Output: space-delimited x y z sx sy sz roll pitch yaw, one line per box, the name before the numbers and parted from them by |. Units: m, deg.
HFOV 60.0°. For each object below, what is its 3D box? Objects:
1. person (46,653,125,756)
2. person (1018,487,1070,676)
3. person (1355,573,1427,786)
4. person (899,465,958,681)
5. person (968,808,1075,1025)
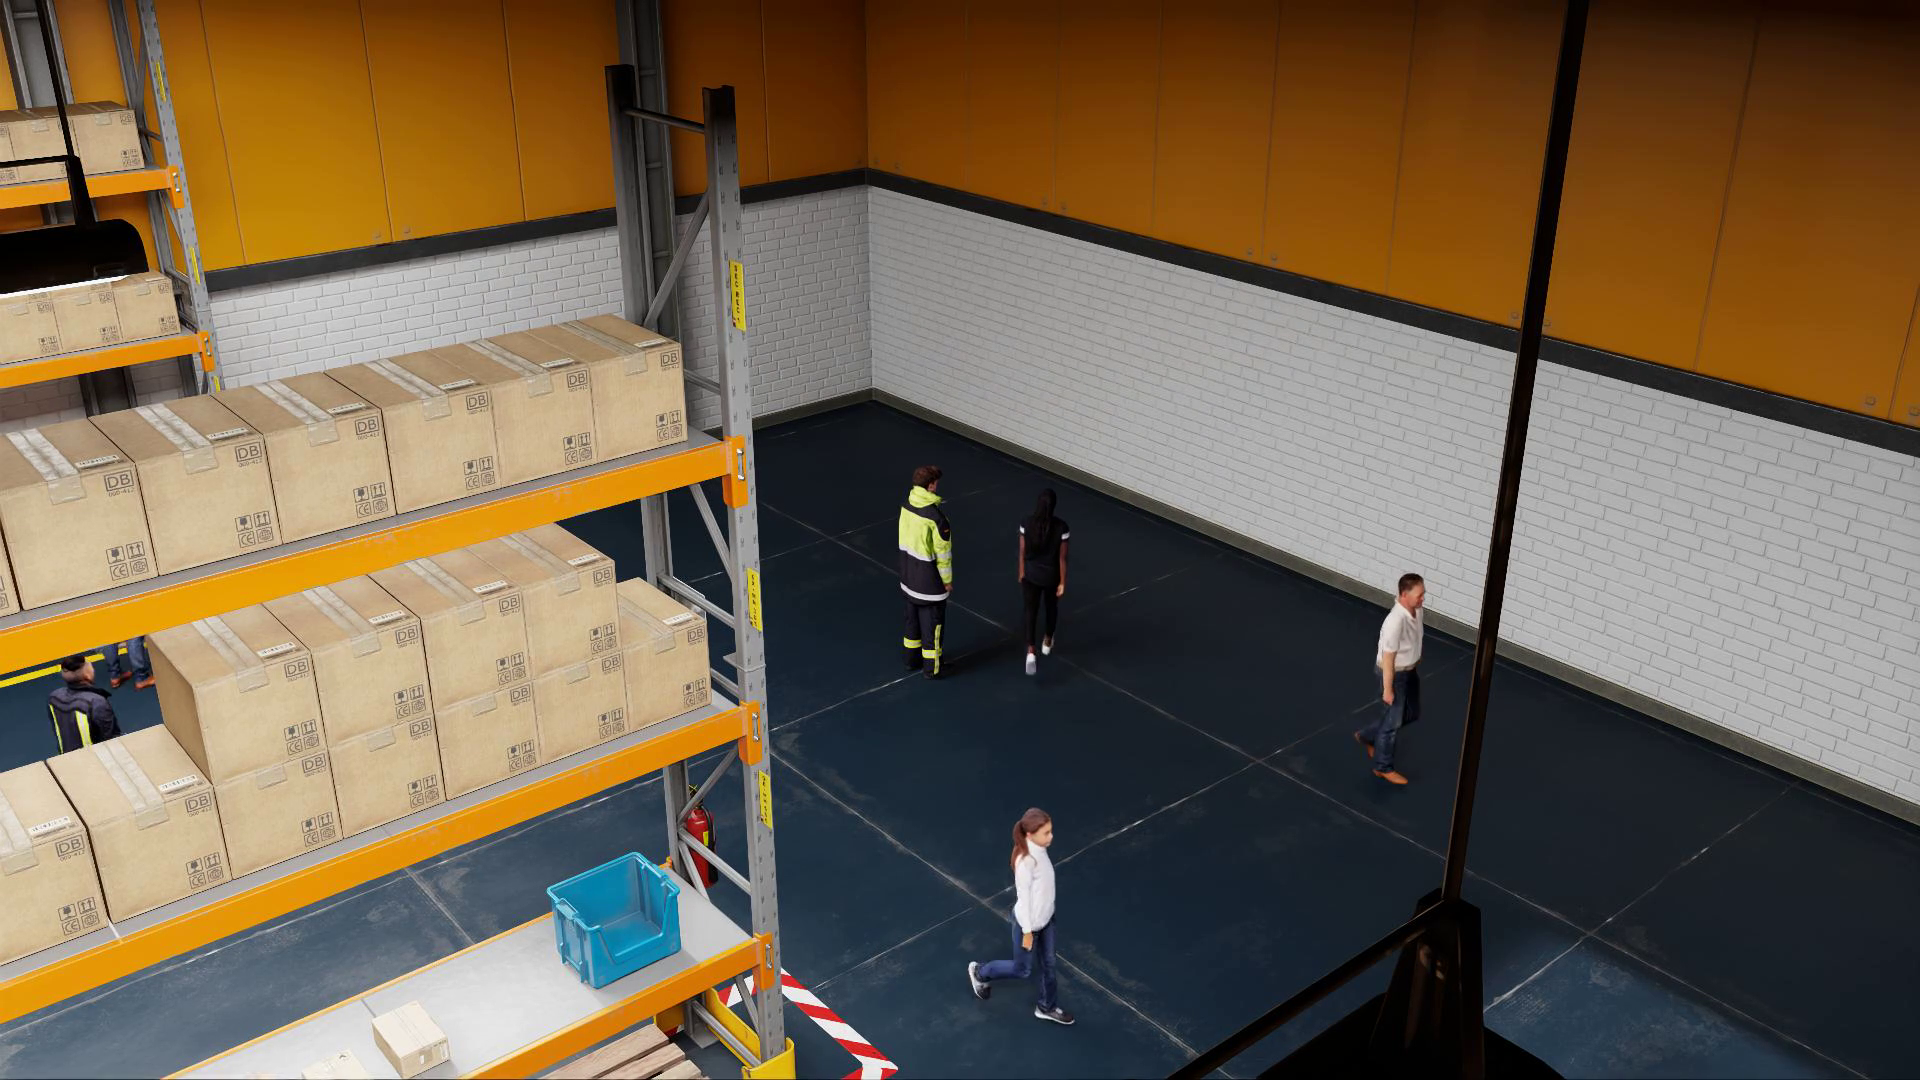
person | -6.154 1.649 11.761 0.982 1.842 1.078 9 25 21
person | 0.717 0.376 14.851 1.079 1.700 1.150 2 24 6
person | 3.360 1.051 13.141 0.802 1.834 0.748 19 30 36
person | -0.311 0.269 14.747 0.616 1.979 0.758 -19 30 -37
person | 0.390 2.368 10.489 0.803 1.543 0.935 12 26 25
